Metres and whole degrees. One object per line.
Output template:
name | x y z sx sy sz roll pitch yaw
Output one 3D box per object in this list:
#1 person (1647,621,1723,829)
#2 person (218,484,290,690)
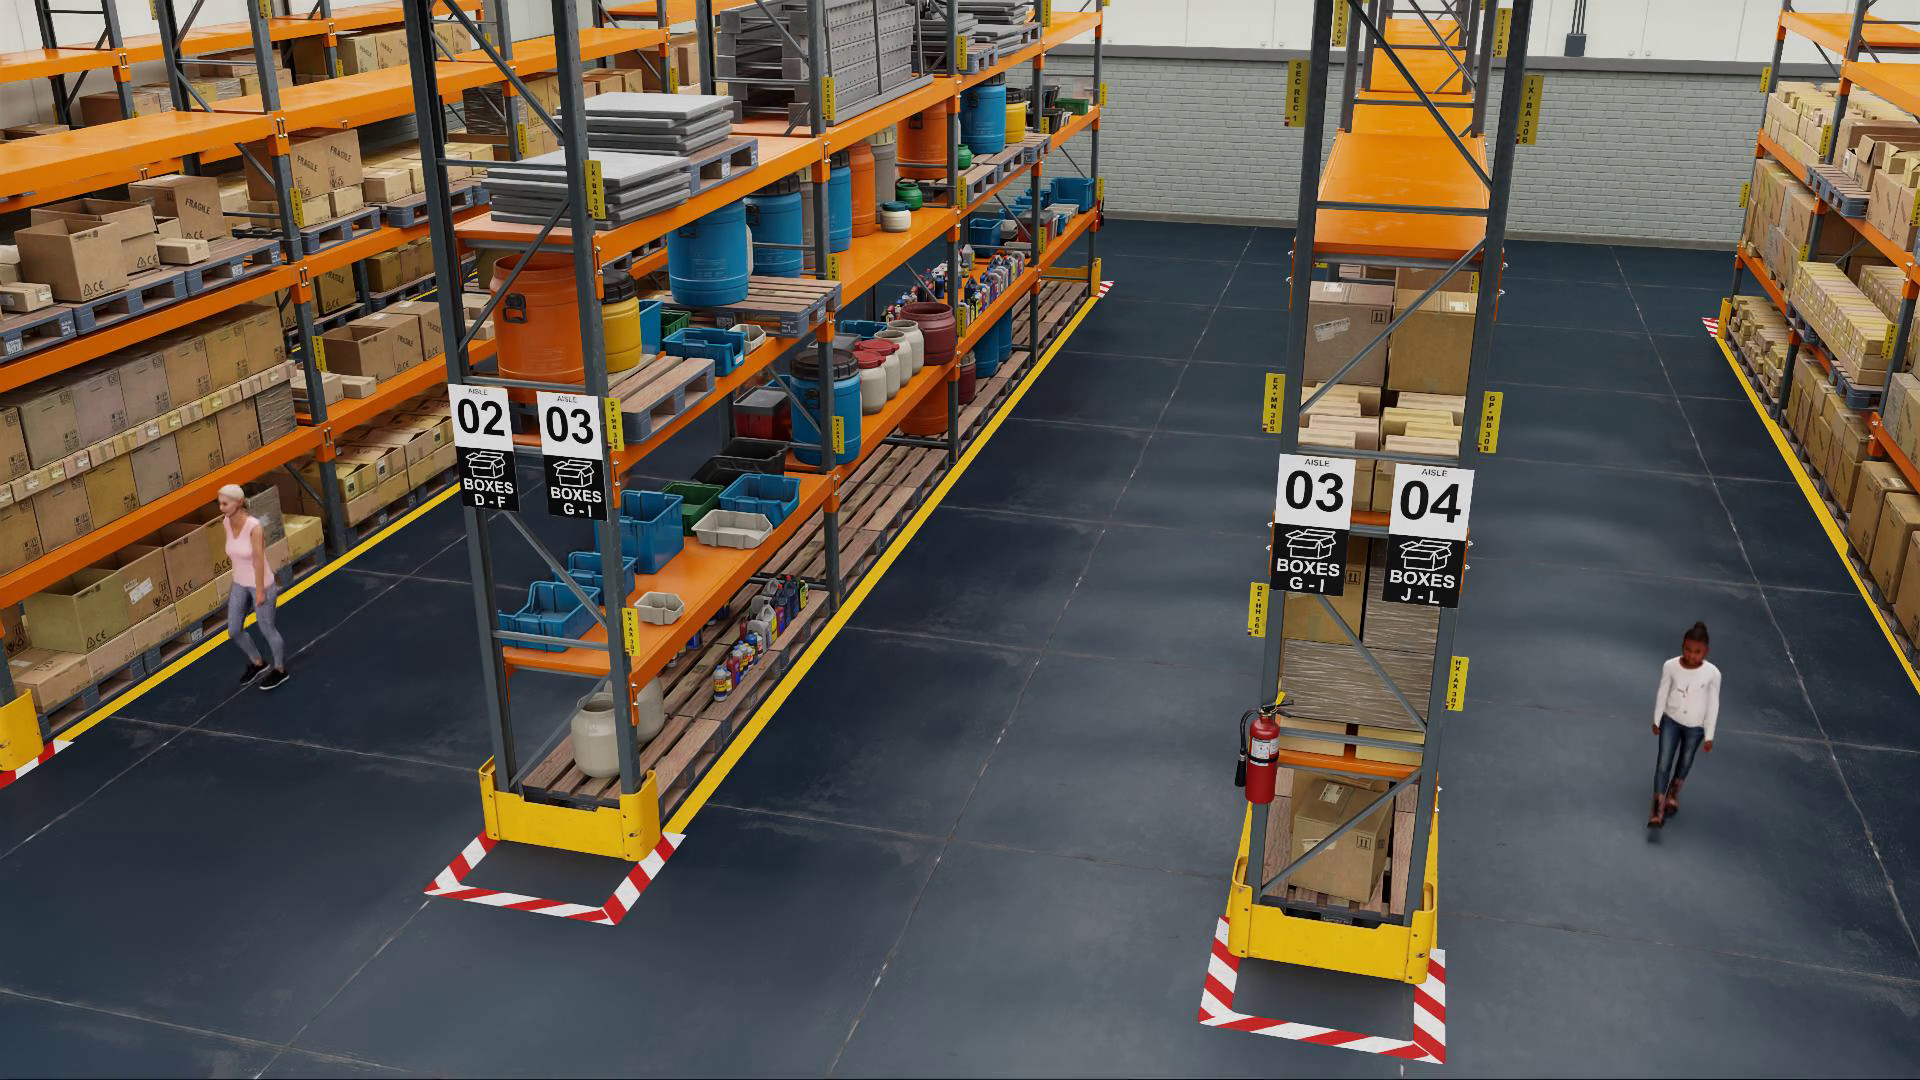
person | 4.920 1.217 11.270 0.672 1.430 0.948 11 25 24
person | -5.479 0.332 13.061 0.565 1.712 0.590 8 23 18
